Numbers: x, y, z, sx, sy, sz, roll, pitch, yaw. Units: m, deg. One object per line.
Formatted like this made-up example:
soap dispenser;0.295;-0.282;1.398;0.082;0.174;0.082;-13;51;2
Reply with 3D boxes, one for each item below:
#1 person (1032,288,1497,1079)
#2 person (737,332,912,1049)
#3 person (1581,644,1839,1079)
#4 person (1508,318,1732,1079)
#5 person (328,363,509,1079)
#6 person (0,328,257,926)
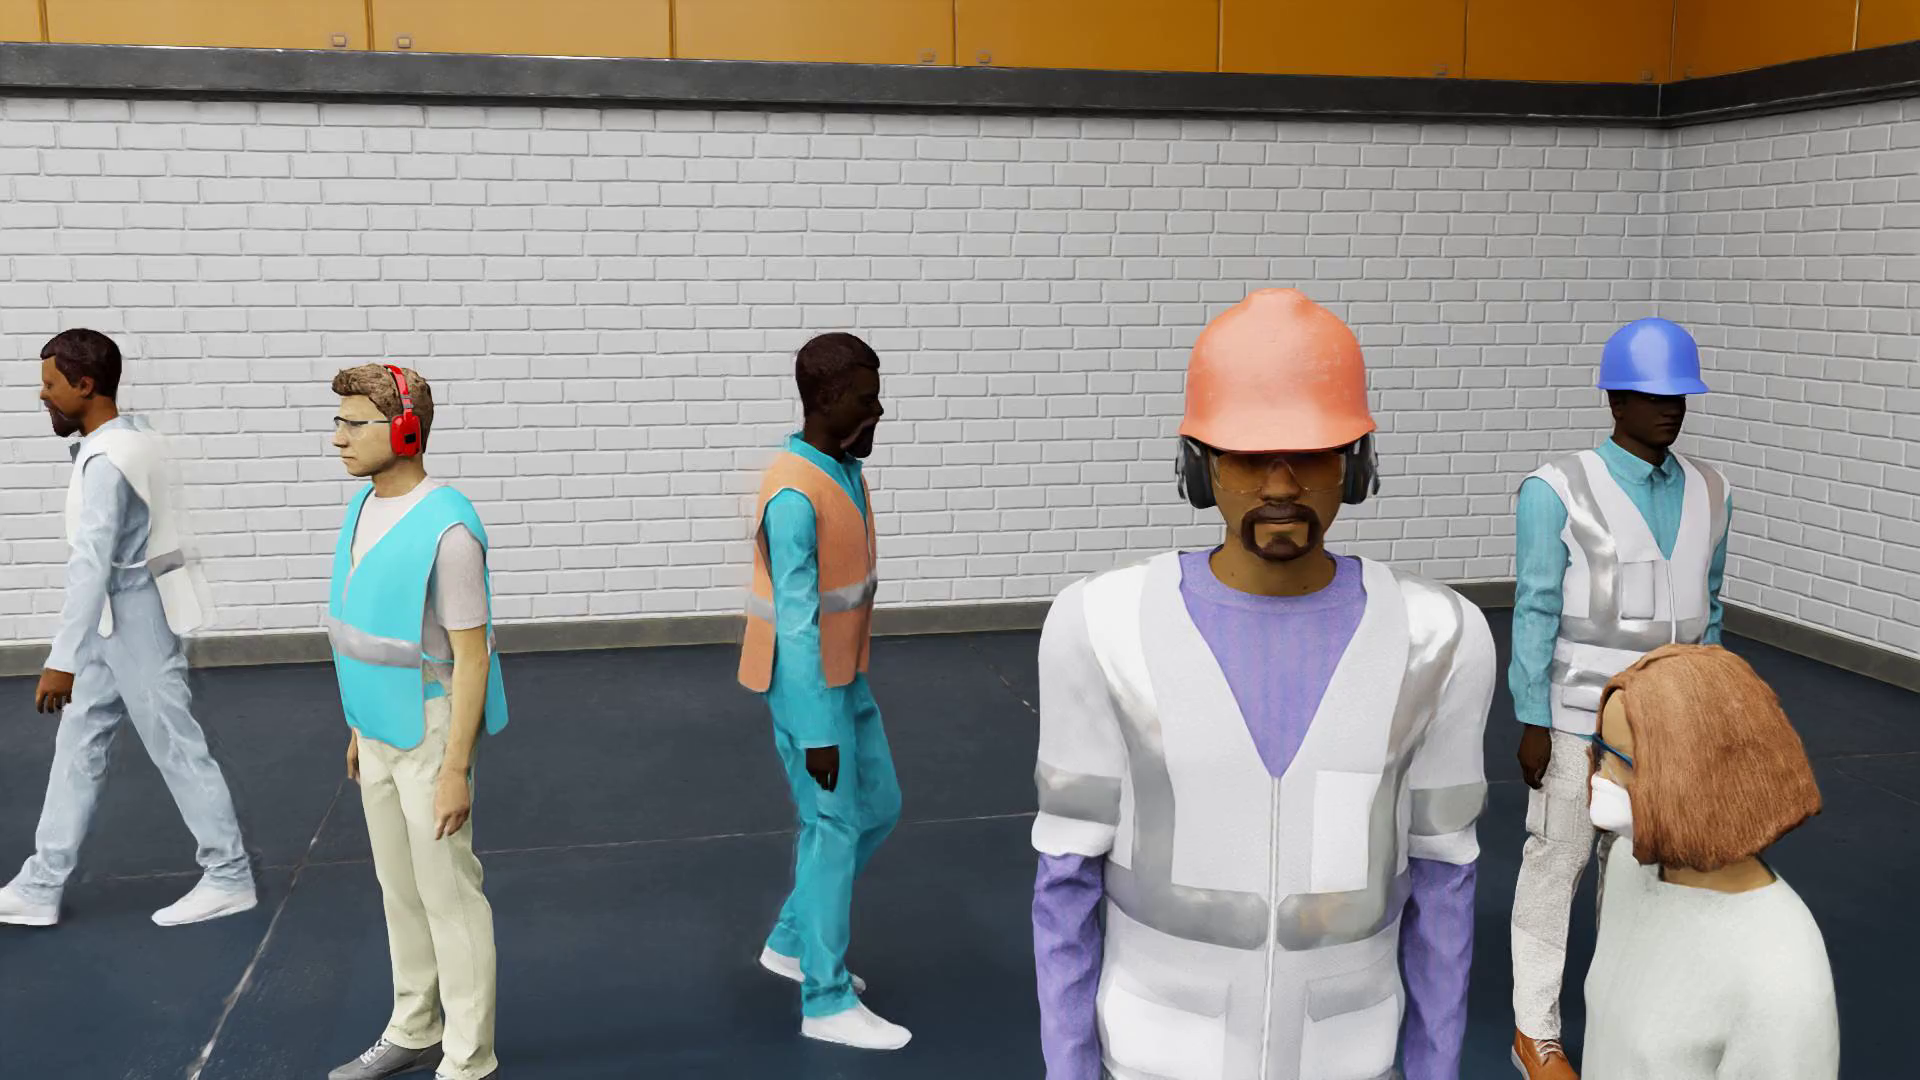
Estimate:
person;0.400;0.693;2.244;0.608;2.045;0.392;0;9;2
person;-0.349;0.400;4.450;0.470;1.907;0.650;1;9;9
person;0.894;0.929;2.087;0.286;1.628;0.503;0;9;1
person;1.652;0.425;4.167;0.603;1.949;0.389;-3;10;-17
person;-1.323;0.493;4.063;0.390;1.847;0.563;-9;13;-44
person;-2.676;0.307;5.082;0.938;1.874;0.618;-5;11;-27
